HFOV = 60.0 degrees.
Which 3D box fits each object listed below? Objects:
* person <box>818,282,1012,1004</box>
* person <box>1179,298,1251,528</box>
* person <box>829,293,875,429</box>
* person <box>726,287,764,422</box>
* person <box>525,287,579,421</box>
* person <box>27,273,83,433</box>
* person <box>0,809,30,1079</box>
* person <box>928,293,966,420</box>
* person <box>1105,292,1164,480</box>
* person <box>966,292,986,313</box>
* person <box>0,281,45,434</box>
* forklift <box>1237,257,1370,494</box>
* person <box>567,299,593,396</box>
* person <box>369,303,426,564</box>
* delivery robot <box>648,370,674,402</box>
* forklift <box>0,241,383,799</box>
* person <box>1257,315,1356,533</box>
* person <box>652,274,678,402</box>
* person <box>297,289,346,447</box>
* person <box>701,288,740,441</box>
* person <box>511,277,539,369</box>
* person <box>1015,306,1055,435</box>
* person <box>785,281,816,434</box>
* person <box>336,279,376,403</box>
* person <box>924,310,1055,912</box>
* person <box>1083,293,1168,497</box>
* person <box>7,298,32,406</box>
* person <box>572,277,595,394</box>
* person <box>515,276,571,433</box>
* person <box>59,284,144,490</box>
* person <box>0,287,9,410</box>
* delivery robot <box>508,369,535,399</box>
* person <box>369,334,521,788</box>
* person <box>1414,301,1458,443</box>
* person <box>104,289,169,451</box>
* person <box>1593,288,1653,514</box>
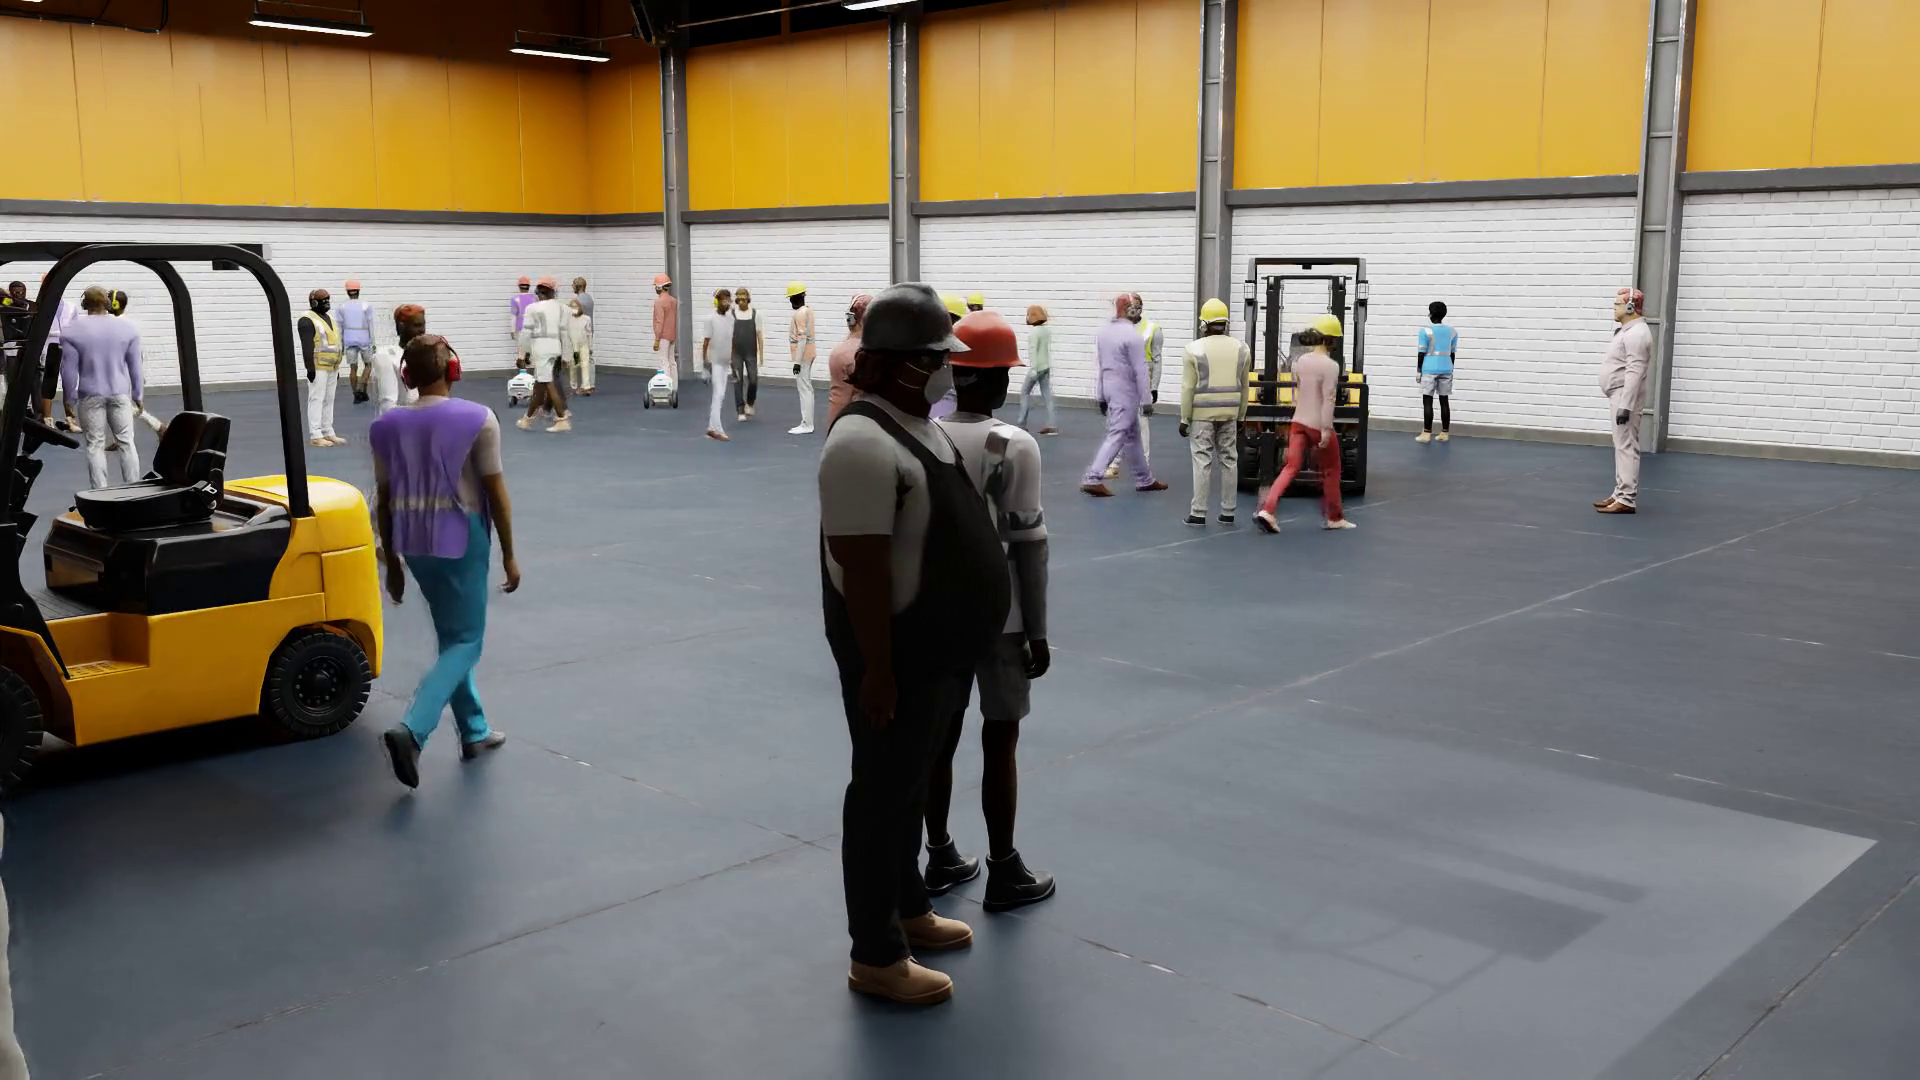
[{"bbox_3d":[-0.121,0.278,4.811,0.538,2.000,0.690,2,9,10],"label":"person"},{"bbox_3d":[2.024,-1.010,13.327,0.591,1.837,0.403,-3,10,-17],"label":"person"},{"bbox_3d":[-0.629,-0.663,10.987,0.636,1.911,0.404,-8,12,-40],"label":"person"},{"bbox_3d":[-2.944,-2.519,22.610,0.538,1.829,0.450,-2,9,-10],"label":"person"},{"bbox_3d":[-5.597,-2.605,22.861,0.689,1.931,1.062,-8,12,-42],"label":"person"},{"bbox_3d":[-11.281,-2.331,20.802,0.392,2.039,0.615,8,12,39],"label":"person"},{"bbox_3d":[-1.277,0.846,1.701,0.486,1.925,0.626,8,12,39],"label":"person"},{"bbox_3d":[-0.120,-0.846,12.135,0.618,1.885,0.734,3,10,20],"label":"person"},{"bbox_3d":[1.669,-1.508,16.365,0.621,1.845,0.429,4,10,24],"label":"person"},{"bbox_3d":[0.195,-2.444,22.347,0.331,1.765,0.533,4,10,21],"label":"person"},{"bbox_3d":[-11.672,-2.257,20.720,0.591,1.922,0.392,-5,11,-28],"label":"person"},{"bbox_3d":[3.309,-1.629,16.029,1.214,2.155,2.313,2,9,11],"label":"forklift"},{"bbox_3d":[-6.269,-3.147,27.223,0.509,1.589,0.832,-3,10,-16],"label":"person"},{"bbox_3d":[-3.784,-0.707,11.500,1.003,1.832,0.576,4,10,25],"label":"person"},{"bbox_3d":[-4.472,-2.303,24.889,0.477,0.478,0.707,-1,9,-7],"label":"delivery robot"},{"bbox_3d":[-3.706,-0.171,7.093,1.214,2.155,2.313,9,13,43],"label":"forklift"},{"bbox_3d":[2.729,-0.904,13.029,0.895,1.721,0.523,-5,11,-29],"label":"person"},{"bbox_3d":[-4.622,-3.155,25.998,0.381,1.994,0.622,2,10,15],"label":"person"},{"bbox_3d":[-7.456,-2.015,19.474,0.429,1.841,0.633,1,9,8],"label":"person"},{"bbox_3d":[-2.913,-2.131,20.191,0.440,1.872,0.550,6,11,32],"label":"person"},{"bbox_3d":[-8.169,-4.017,31.543,0.692,1.909,0.558,-3,10,-19],"label":"person"},{"bbox_3d":[0.894,-2.122,20.843,0.735,1.600,0.523,5,10,27],"label":"person"},{"bbox_3d":[-2.006,-2.289,20.928,0.381,1.917,0.585,1,9,3],"label":"person"},{"bbox_3d":[-9.297,-3.060,25.642,0.569,1.917,0.414,-1,9,-8],"label":"person"},{"bbox_3d":[0.063,0.233,5.398,0.544,1.939,0.354,7,11,35],"label":"person"},{"bbox_3d":[1.520,-1.329,15.233,0.969,1.859,0.658,-3,10,-20],"label":"person"},{"bbox_3d":[-14.175,-2.809,24.977,0.268,1.632,0.507,6,11,34],"label":"person"},{"bbox_3d":[-6.265,-3.390,27.606,0.356,1.938,0.638,1,9,7],"label":"person"},{"bbox_3d":[-5.301,-2.335,21.041,0.922,1.968,0.602,4,10,23],"label":"person"},{"bbox_3d":[-7.386,-1.230,14.364,0.635,1.937,0.352,-7,11,-35],"label":"person"},{"bbox_3d":[-12.123,-2.277,21.060,0.498,1.849,0.551,7,12,38],"label":"person"},{"bbox_3d":[-6.572,-2.332,25.064,0.477,0.478,0.707,0,9,-2],"label":"delivery robot"},{"bbox_3d":[-2.136,0.073,6.768,0.593,1.813,0.812,3,10,17],"label":"person"},{"bbox_3d":[5.687,-2.003,19.871,0.537,1.691,0.321,-3,10,-19],"label":"person"},{"bbox_3d":[-9.395,-1.908,18.813,0.745,1.851,0.535,-1,9,-6],"label":"person"},{"bbox_3d":[5.633,-1.176,14.135,0.409,1.908,0.639,3,10,18],"label":"person"}]
